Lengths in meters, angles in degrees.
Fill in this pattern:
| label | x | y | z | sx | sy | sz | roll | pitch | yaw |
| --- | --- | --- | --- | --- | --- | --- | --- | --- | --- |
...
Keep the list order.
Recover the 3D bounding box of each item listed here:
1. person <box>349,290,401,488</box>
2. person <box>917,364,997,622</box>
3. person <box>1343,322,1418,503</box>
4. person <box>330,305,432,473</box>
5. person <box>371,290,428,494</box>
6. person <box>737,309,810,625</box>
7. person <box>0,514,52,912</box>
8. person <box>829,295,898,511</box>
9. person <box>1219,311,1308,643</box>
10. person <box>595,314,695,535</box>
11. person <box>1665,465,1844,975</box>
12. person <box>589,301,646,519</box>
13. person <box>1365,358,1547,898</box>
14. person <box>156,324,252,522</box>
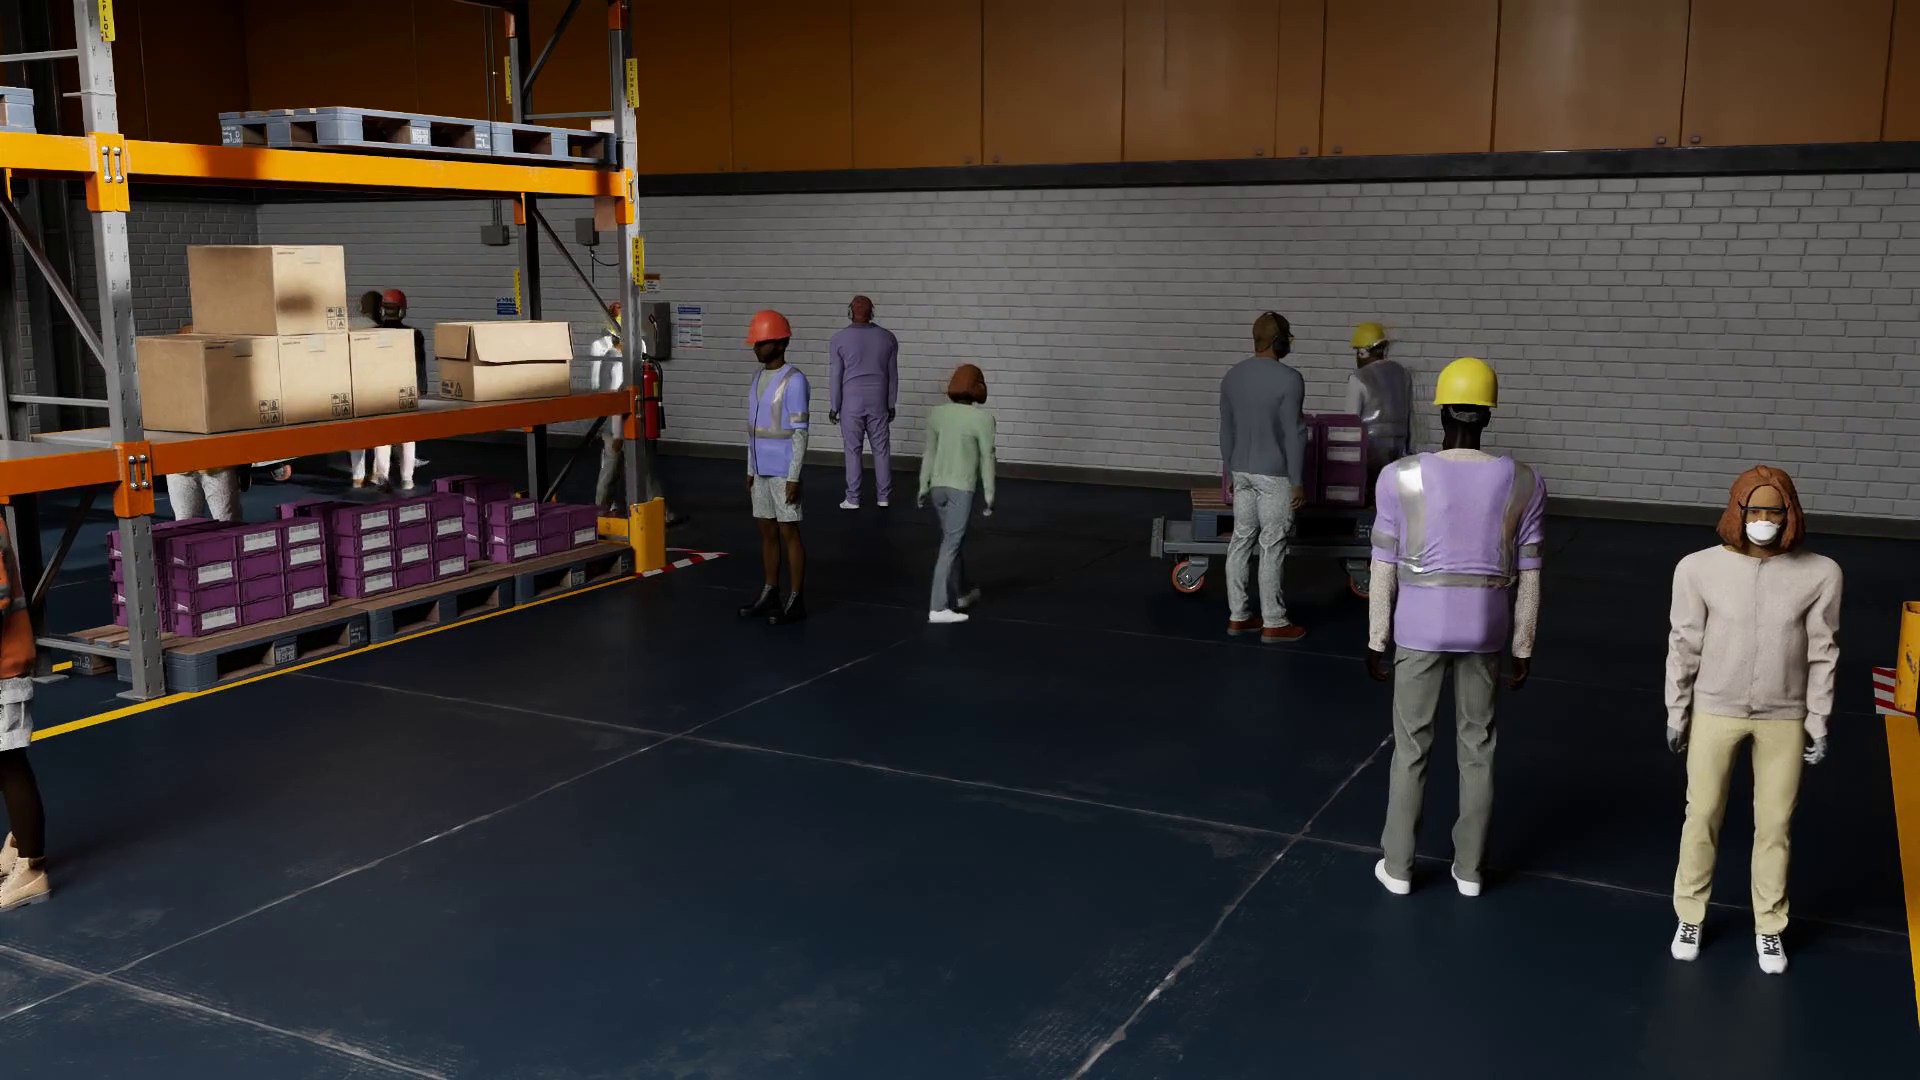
| label | x | y | z | sx | sy | sz | roll | pitch | yaw |
| --- | --- | --- | --- | --- | --- | --- | --- | --- | --- |
| person | -5.704 | -1.455 | 16.166 | 0.666 | 1.916 | 0.569 | 8 | 13 | 40 |
| person | 0.009 | -0.303 | 10.457 | 0.528 | 1.580 | 0.718 | 8 | 12 | 38 |
| person | 2.966 | -0.686 | 12.108 | 0.613 | 1.769 | 0.949 | -7 | 12 | -37 |
| person | -6.097 | -1.619 | 17.245 | 1.009 | 1.872 | 0.604 | -1 | 10 | -5 |
| person | -5.385 | -1.408 | 15.847 | 0.658 | 1.954 | 0.731 | -1 | 10 | -7 |
| person | -1.151 | -0.446 | 10.256 | 0.356 | 1.938 | 0.544 | -9 | 13 | -41 |
| person | -3.396 | 0.444 | 5.796 | 0.320 | 1.695 | 0.537 | -6 | 11 | -30 |
| person | -0.869 | -1.215 | 14.795 | 0.643 | 1.910 | 0.400 | -4 | 10 | -20 |
| person | 1.793 | -0.370 | 9.810 | 0.375 | 1.940 | 0.627 | -7 | 12 | -34 |
| person | -2.609 | -0.922 | 13.397 | 0.820 | 1.790 | 0.599 | -4 | 11 | -22 |
| person | 2.503 | 0.568 | 5.293 | 0.493 | 1.625 | 0.283 | 3 | 10 | 17 |
| person | -2.868 | -1.079 | 14.107 | 0.351 | 1.877 | 0.576 | 8 | 12 | 38 |
| person | 1.733 | 0.323 | 5.872 | 0.588 | 1.922 | 0.390 | 1 | 10 | 5 |
| person | -4.861 | -0.467 | 10.688 | 0.626 | 1.836 | 0.428 | 0 | 10 | -2 |
